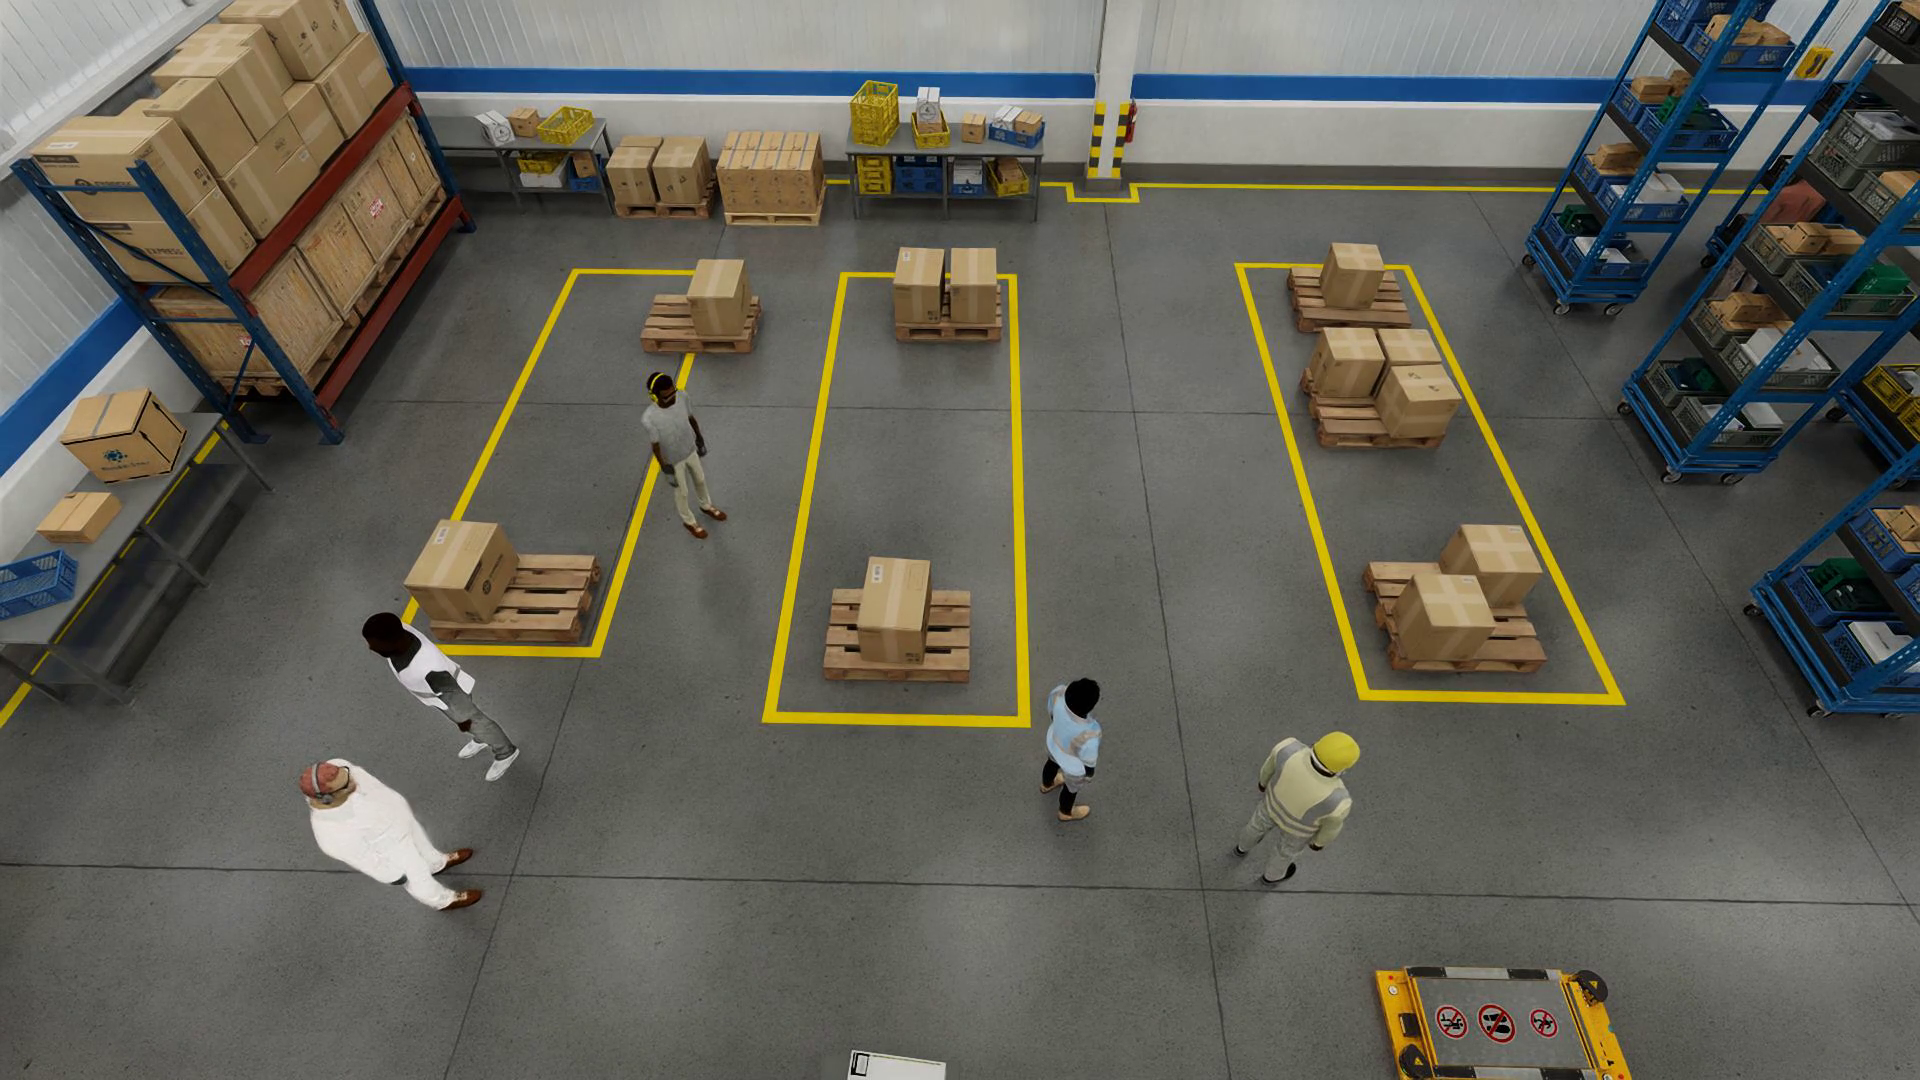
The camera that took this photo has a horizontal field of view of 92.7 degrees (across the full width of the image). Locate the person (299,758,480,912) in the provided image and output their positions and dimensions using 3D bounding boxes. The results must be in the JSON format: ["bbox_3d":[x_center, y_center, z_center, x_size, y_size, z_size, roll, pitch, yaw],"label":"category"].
[{"bbox_3d":[-3.652,1.894,5.884,0.404,1.899,0.639,-20,54,-16],"label":"person"}]

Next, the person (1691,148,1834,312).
[{"bbox_3d":[8.851,-3.317,10.072,0.609,1.988,0.392,-3,51,-2],"label":"person"}]

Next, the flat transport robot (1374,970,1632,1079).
[{"bbox_3d":[3.501,3.133,5.914,1.431,0.197,0.652,1,51,1],"label":"flat transport robot"}]

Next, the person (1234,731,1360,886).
[{"bbox_3d":[2.215,1.755,6.037,0.403,1.832,0.594,-25,55,-19],"label":"person"}]

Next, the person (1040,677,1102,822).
[{"bbox_3d":[0.780,1.456,6.369,0.316,1.693,0.540,-21,54,-16],"label":"person"}]

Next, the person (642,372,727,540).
[{"bbox_3d":[-2.440,-0.742,8.062,0.323,1.857,0.530,30,57,22],"label":"person"}]

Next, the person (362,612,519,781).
[{"bbox_3d":[-3.669,1.092,6.525,0.593,1.917,0.391,30,57,22],"label":"person"}]
